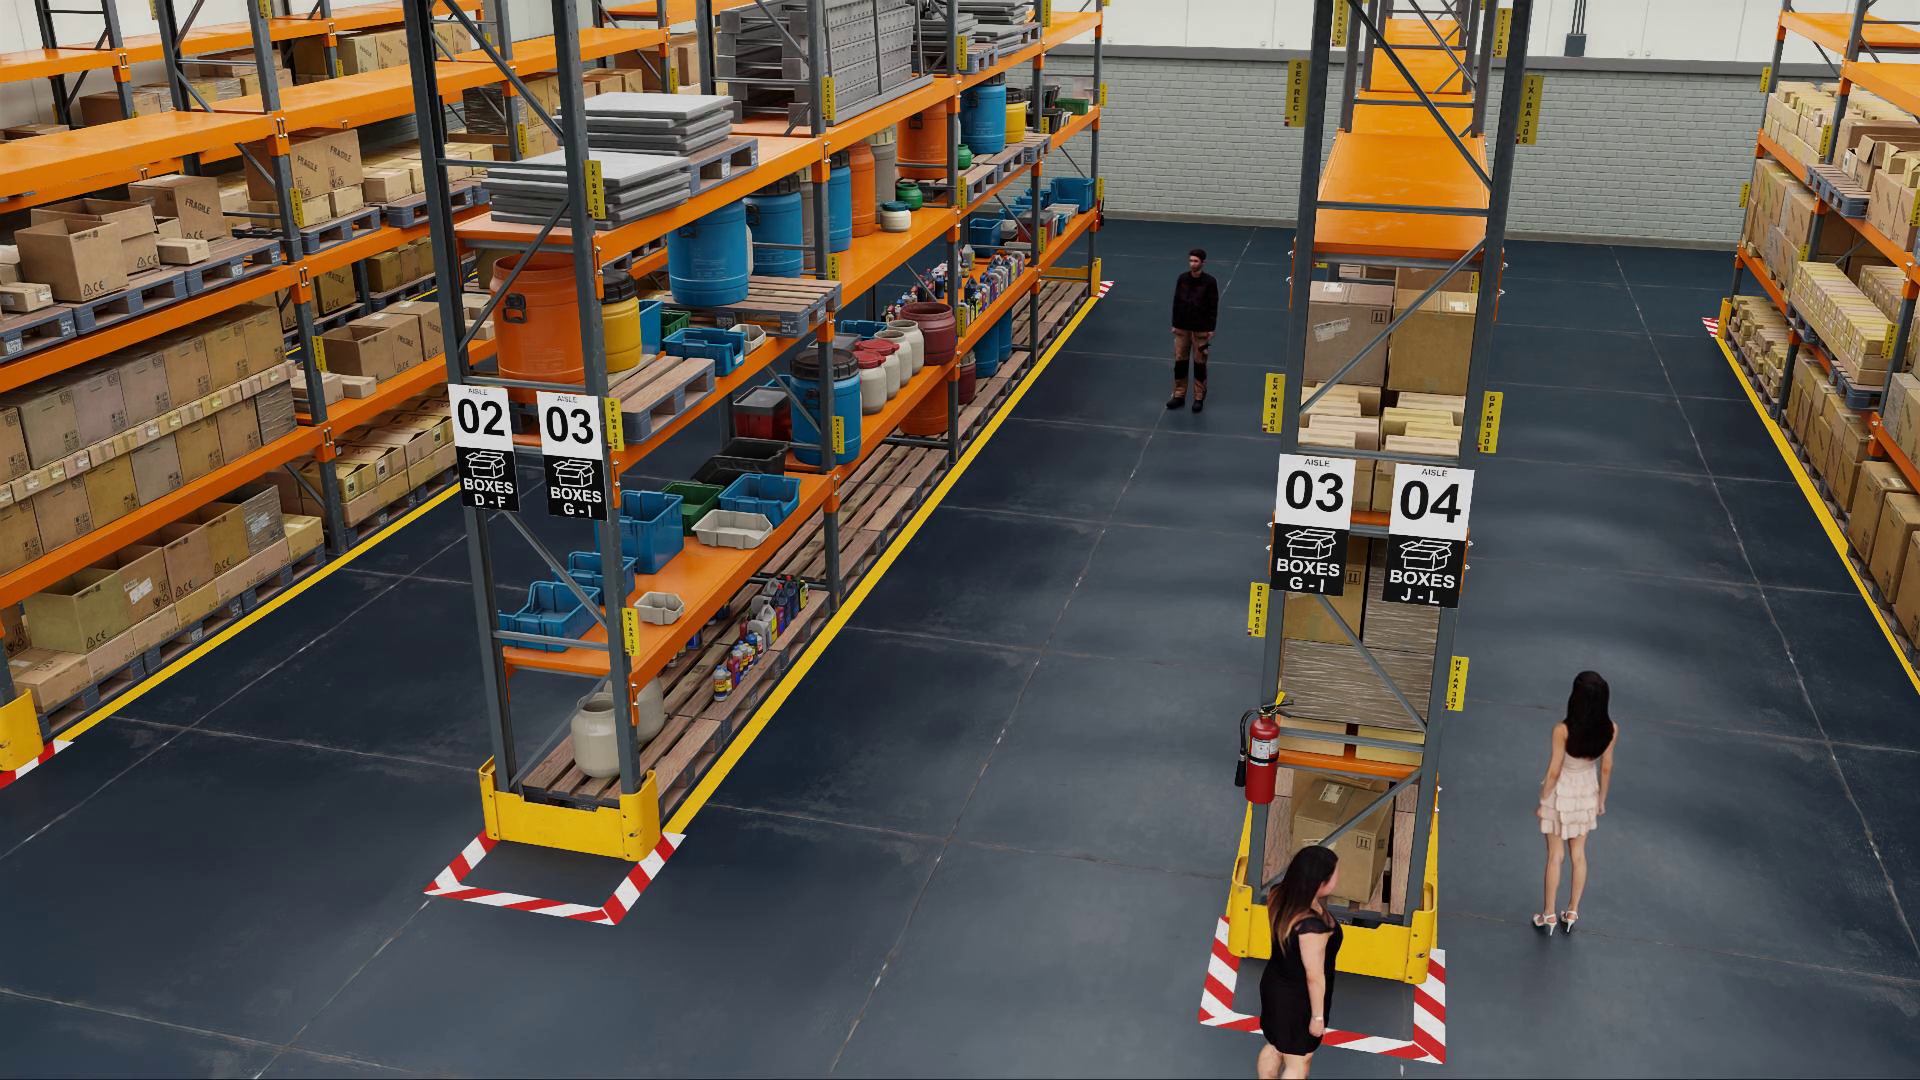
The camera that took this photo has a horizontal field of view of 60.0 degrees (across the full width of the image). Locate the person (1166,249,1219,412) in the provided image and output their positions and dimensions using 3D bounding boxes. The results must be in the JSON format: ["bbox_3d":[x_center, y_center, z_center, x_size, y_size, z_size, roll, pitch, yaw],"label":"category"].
[{"bbox_3d":[2.766,-2.500,19.702,0.747,1.925,0.669,11,25,24],"label":"person"}]

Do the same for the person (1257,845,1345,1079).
[{"bbox_3d":[1.668,2.279,8.297,0.822,1.715,0.712,-6,23,-13],"label":"person"}]

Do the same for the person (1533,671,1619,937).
[{"bbox_3d":[3.668,1.582,9.973,0.657,1.735,0.645,-3,22,-7],"label":"person"}]
